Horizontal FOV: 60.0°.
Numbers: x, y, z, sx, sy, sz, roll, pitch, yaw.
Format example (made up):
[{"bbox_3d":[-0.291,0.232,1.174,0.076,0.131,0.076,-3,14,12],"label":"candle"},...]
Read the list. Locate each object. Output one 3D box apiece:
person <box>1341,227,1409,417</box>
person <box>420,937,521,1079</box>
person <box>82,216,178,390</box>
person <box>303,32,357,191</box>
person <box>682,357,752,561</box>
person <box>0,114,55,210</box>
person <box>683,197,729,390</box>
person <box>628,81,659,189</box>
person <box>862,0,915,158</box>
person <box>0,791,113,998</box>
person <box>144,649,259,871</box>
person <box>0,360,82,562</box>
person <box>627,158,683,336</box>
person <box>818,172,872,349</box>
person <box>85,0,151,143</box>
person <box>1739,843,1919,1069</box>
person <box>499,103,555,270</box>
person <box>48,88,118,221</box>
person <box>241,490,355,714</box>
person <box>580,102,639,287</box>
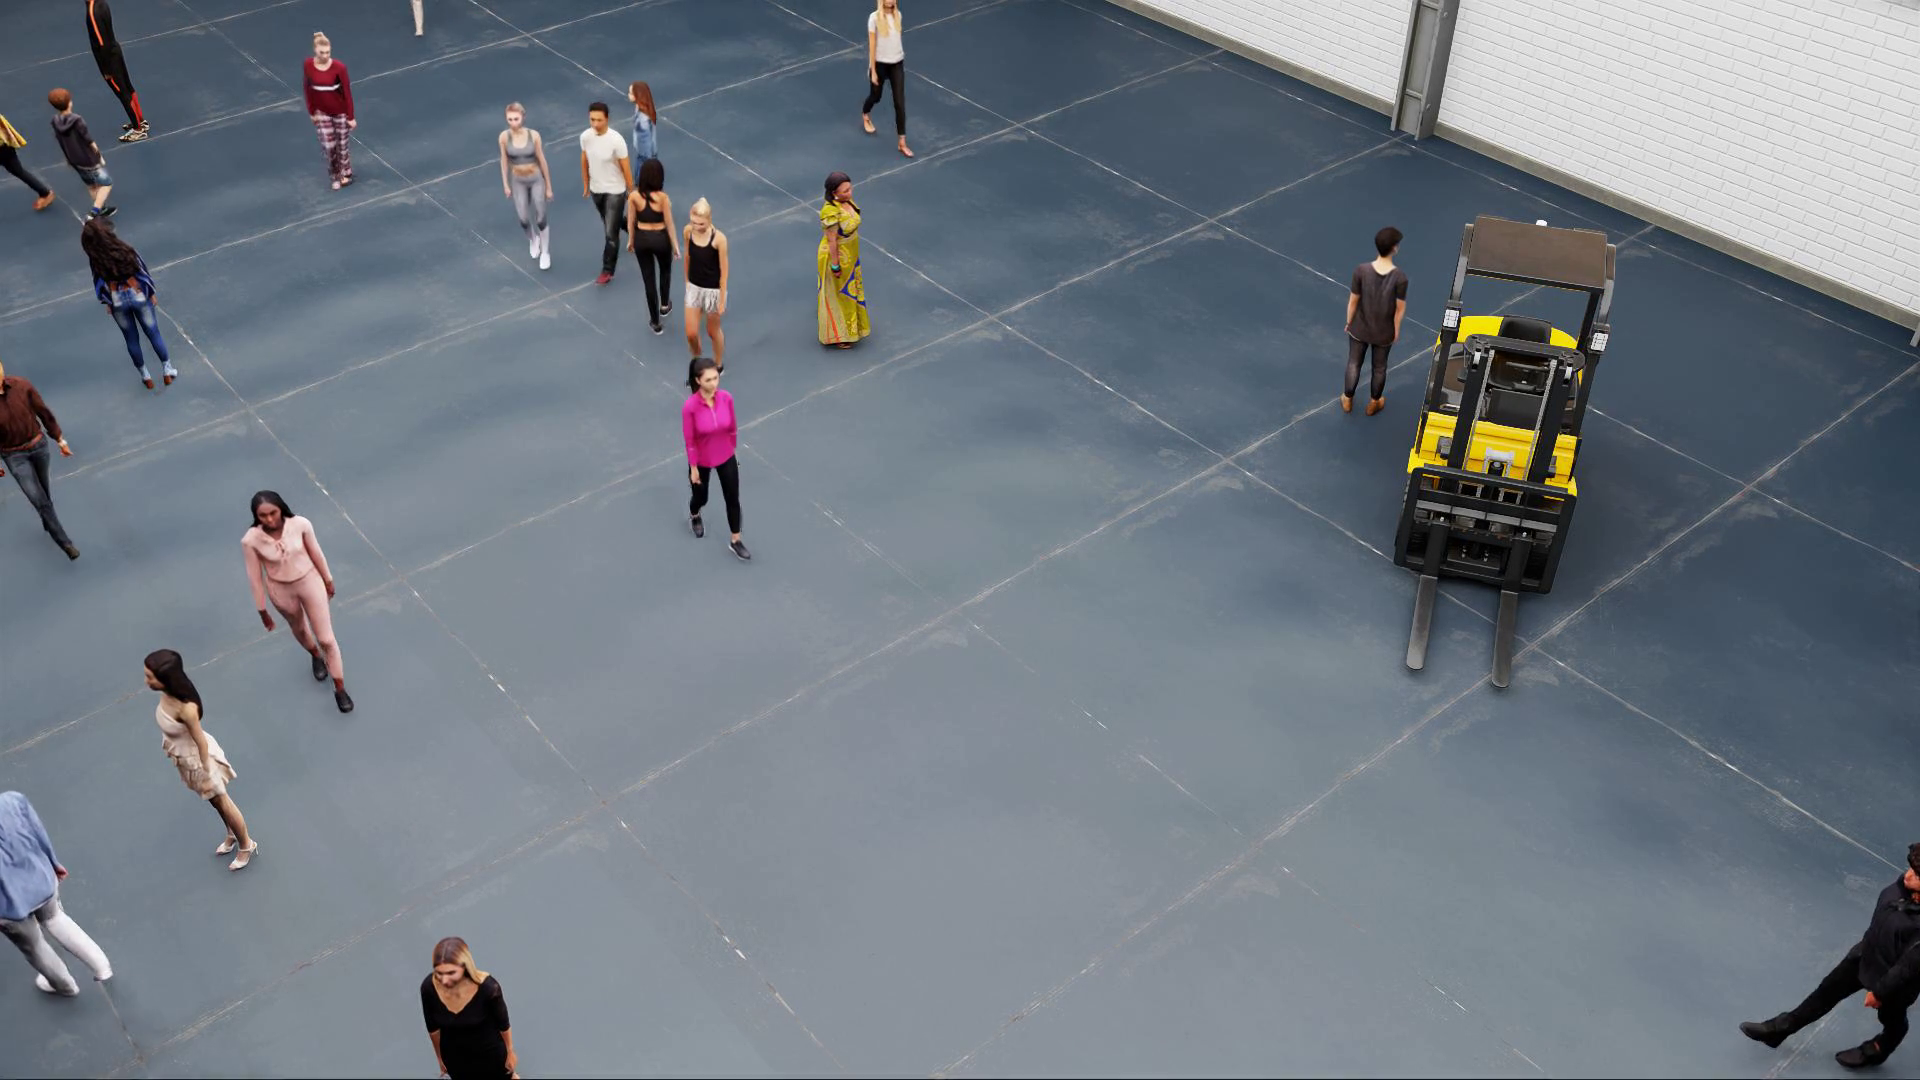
[{"bbox_3d":[3.472,-1.817,13.950,0.643,1.713,0.765,15,41,18],"label":"person"},{"bbox_3d":[-2.459,2.588,8.463,0.609,1.677,0.643,-1,39,-1],"label":"person"},{"bbox_3d":[-7.151,-2.053,14.321,0.678,1.618,0.659,-14,41,-17],"label":"person"},{"bbox_3d":[-6.562,-4.477,17.308,0.753,1.680,0.792,-5,39,-6],"label":"person"},{"bbox_3d":[-1.900,-0.637,12.499,0.683,1.690,0.928,-21,43,-24],"label":"person"},{"bbox_3d":[-9.630,-3.985,16.758,1.039,1.596,0.910,28,46,30],"label":"person"},{"bbox_3d":[-2.129,-2.187,14.321,0.765,1.827,0.852,18,42,21],"label":"person"},{"bbox_3d":[-3.089,-3.922,16.784,0.726,1.465,0.636,-5,39,-7],"label":"person"},{"bbox_3d":[-0.864,-5.128,18.037,0.711,1.786,1.215,-22,44,-25],"label":"person"},{"bbox_3d":[-5.115,1.941,9.114,0.885,1.876,0.807,17,42,21],"label":"person"},{"bbox_3d":[-4.561,1.321,10.001,0.626,1.736,0.459,-29,47,-32],"label":"person"},{"bbox_3d":[-7.083,-0.704,12.526,1.065,1.750,0.780,28,47,31],"label":"person"},{"bbox_3d":[-2.769,-2.612,15.025,0.864,1.613,0.936,-7,39,-8],"label":"person"},{"bbox_3d":[-1.076,-2.537,14.902,1.030,1.659,0.999,8,39,10],"label":"person"},{"bbox_3d":[-9.300,-5.282,18.213,0.770,1.808,0.636,-8,39,-10],"label":"person"},{"bbox_3d":[5.012,2.260,8.825,1.112,1.737,1.094,0,39,0],"label":"person"},{"bbox_3d":[-4.136,-3.447,16.011,0.752,1.688,0.805,-8,39,-9],"label":"person"},{"bbox_3d":[-8.788,-3.811,16.665,0.804,1.439,0.837,8,39,10],"label":"person"},{"bbox_3d":[-4.519,0.313,11.300,0.817,1.690,1.074,-17,42,-20],"label":"person"},{"bbox_3d":[-3.282,-3.365,15.856,1.180,1.763,1.038,18,42,21],"label":"person"}]
